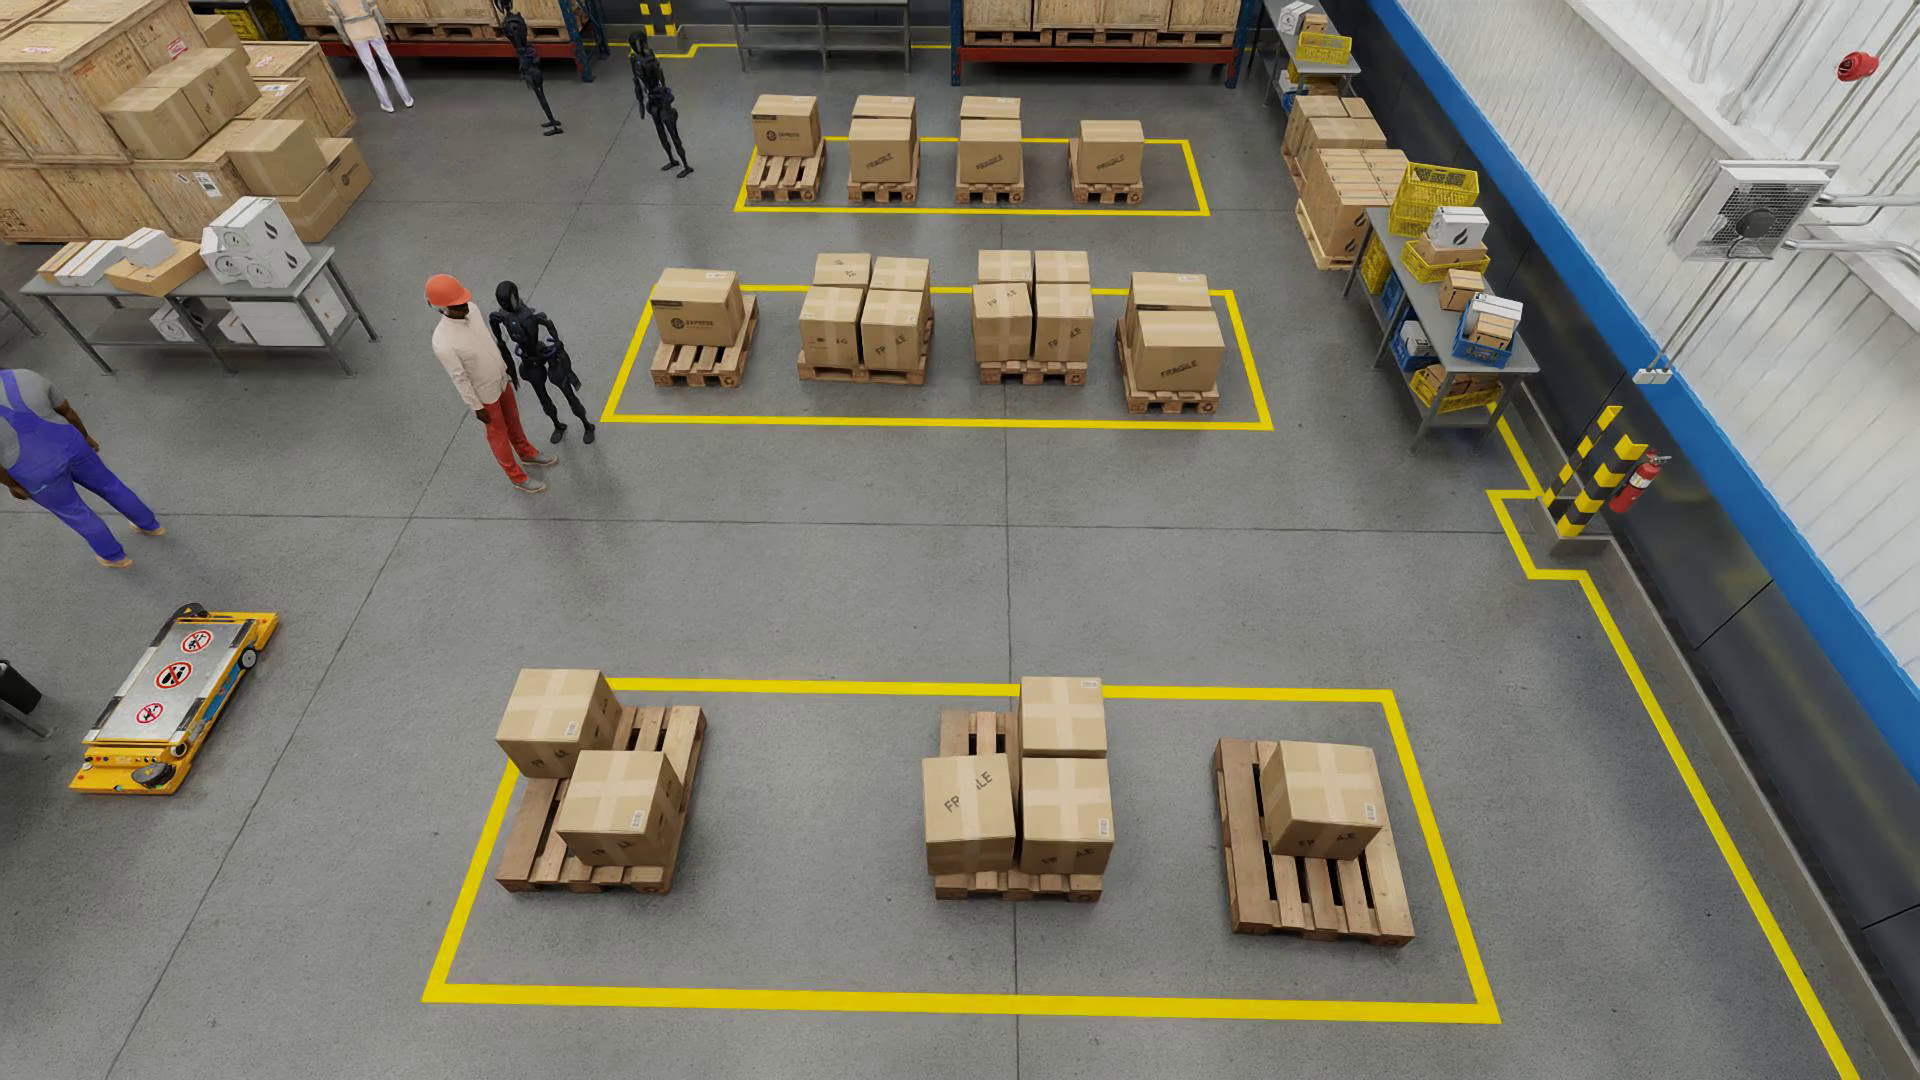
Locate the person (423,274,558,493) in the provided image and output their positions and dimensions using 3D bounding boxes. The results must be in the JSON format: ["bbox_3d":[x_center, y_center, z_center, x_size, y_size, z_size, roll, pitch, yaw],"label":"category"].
[{"bbox_3d":[-3.730,-1.224,7.272,0.376,1.995,0.609,2,50,2],"label":"person"}]

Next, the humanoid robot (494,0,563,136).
[{"bbox_3d":[-5.411,-5.939,11.469,0.335,1.651,0.570,-22,53,-18],"label":"humanoid robot"}]

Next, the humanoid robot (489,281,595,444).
[{"bbox_3d":[-3.502,-1.459,7.677,0.570,1.651,0.326,1,50,1],"label":"humanoid robot"}]

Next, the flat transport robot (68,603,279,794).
[{"bbox_3d":[-5.504,1.072,6.442,0.652,0.197,1.431,1,50,1],"label":"flat transport robot"}]

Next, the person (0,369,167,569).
[{"bbox_3d":[-6.760,-0.631,6.742,0.536,2.000,0.679,13,51,11],"label":"person"}]

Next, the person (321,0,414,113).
[{"bbox_3d":[-7.682,-6.527,11.803,0.586,1.927,0.359,-29,56,-23],"label":"person"}]

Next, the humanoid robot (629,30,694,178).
[{"bbox_3d":[-3.540,-5.108,10.765,0.574,1.648,0.338,31,56,23],"label":"humanoid robot"}]
